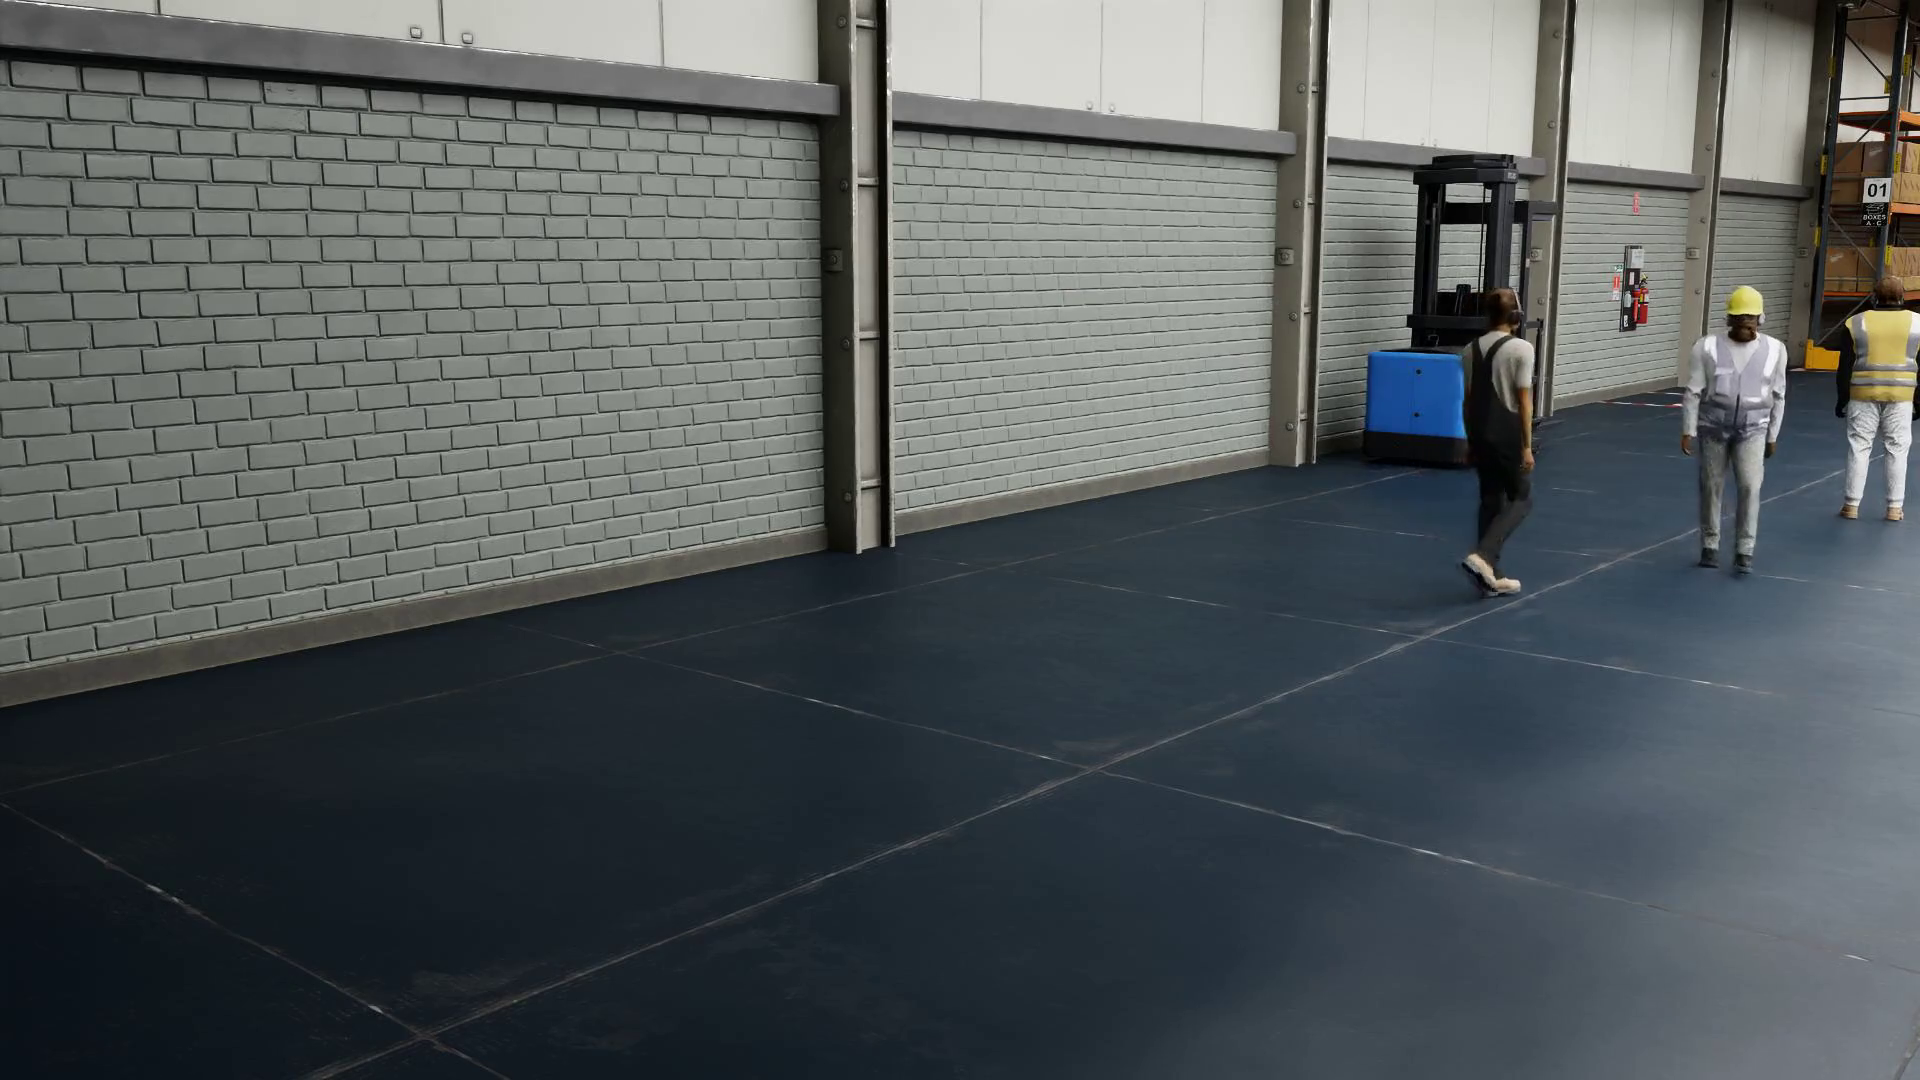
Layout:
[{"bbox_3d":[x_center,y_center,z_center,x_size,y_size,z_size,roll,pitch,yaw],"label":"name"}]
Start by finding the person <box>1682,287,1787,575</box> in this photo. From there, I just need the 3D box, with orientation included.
[{"bbox_3d":[4.905,-0.689,10.563,0.608,1.804,0.770,4,11,20],"label":"person"}]

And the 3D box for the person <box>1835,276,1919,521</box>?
[{"bbox_3d":[7.017,-1.076,12.666,0.631,1.841,0.429,4,11,24],"label":"person"}]

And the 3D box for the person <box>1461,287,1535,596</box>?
[{"bbox_3d":[3.148,-0.566,9.797,0.449,1.824,0.551,-6,12,-31],"label":"person"}]

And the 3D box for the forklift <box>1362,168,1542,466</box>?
[{"bbox_3d":[4.875,-2.212,16.287,1.129,2.768,1.873,8,13,40],"label":"forklift"}]
